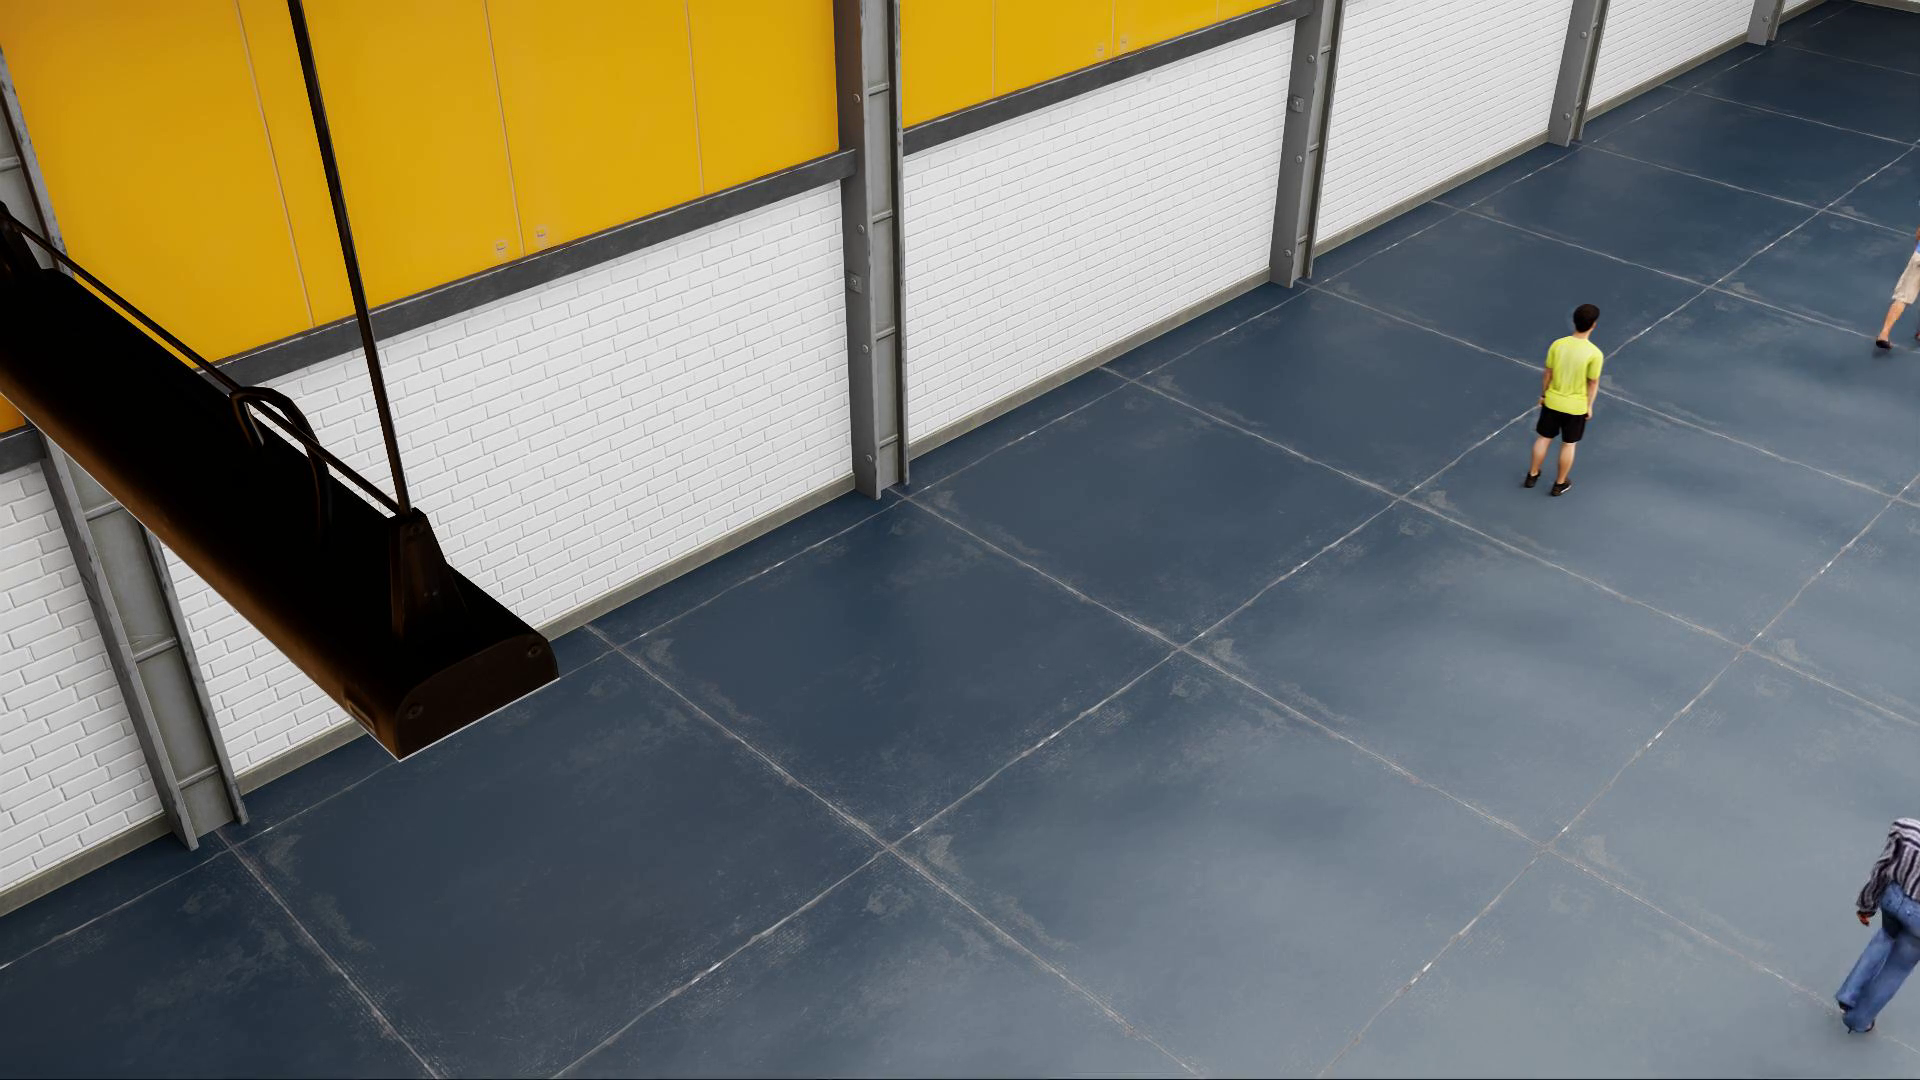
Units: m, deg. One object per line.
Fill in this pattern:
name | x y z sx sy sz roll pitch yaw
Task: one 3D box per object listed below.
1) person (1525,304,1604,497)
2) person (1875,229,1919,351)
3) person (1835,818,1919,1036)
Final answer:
person | 5.091 -1.171 13.940 0.615 1.706 0.536 26 42 33
person | 9.366 -2.690 16.102 1.220 1.842 0.732 -25 41 -32
person | 5.076 2.081 8.980 0.707 1.782 0.702 -18 38 -25
